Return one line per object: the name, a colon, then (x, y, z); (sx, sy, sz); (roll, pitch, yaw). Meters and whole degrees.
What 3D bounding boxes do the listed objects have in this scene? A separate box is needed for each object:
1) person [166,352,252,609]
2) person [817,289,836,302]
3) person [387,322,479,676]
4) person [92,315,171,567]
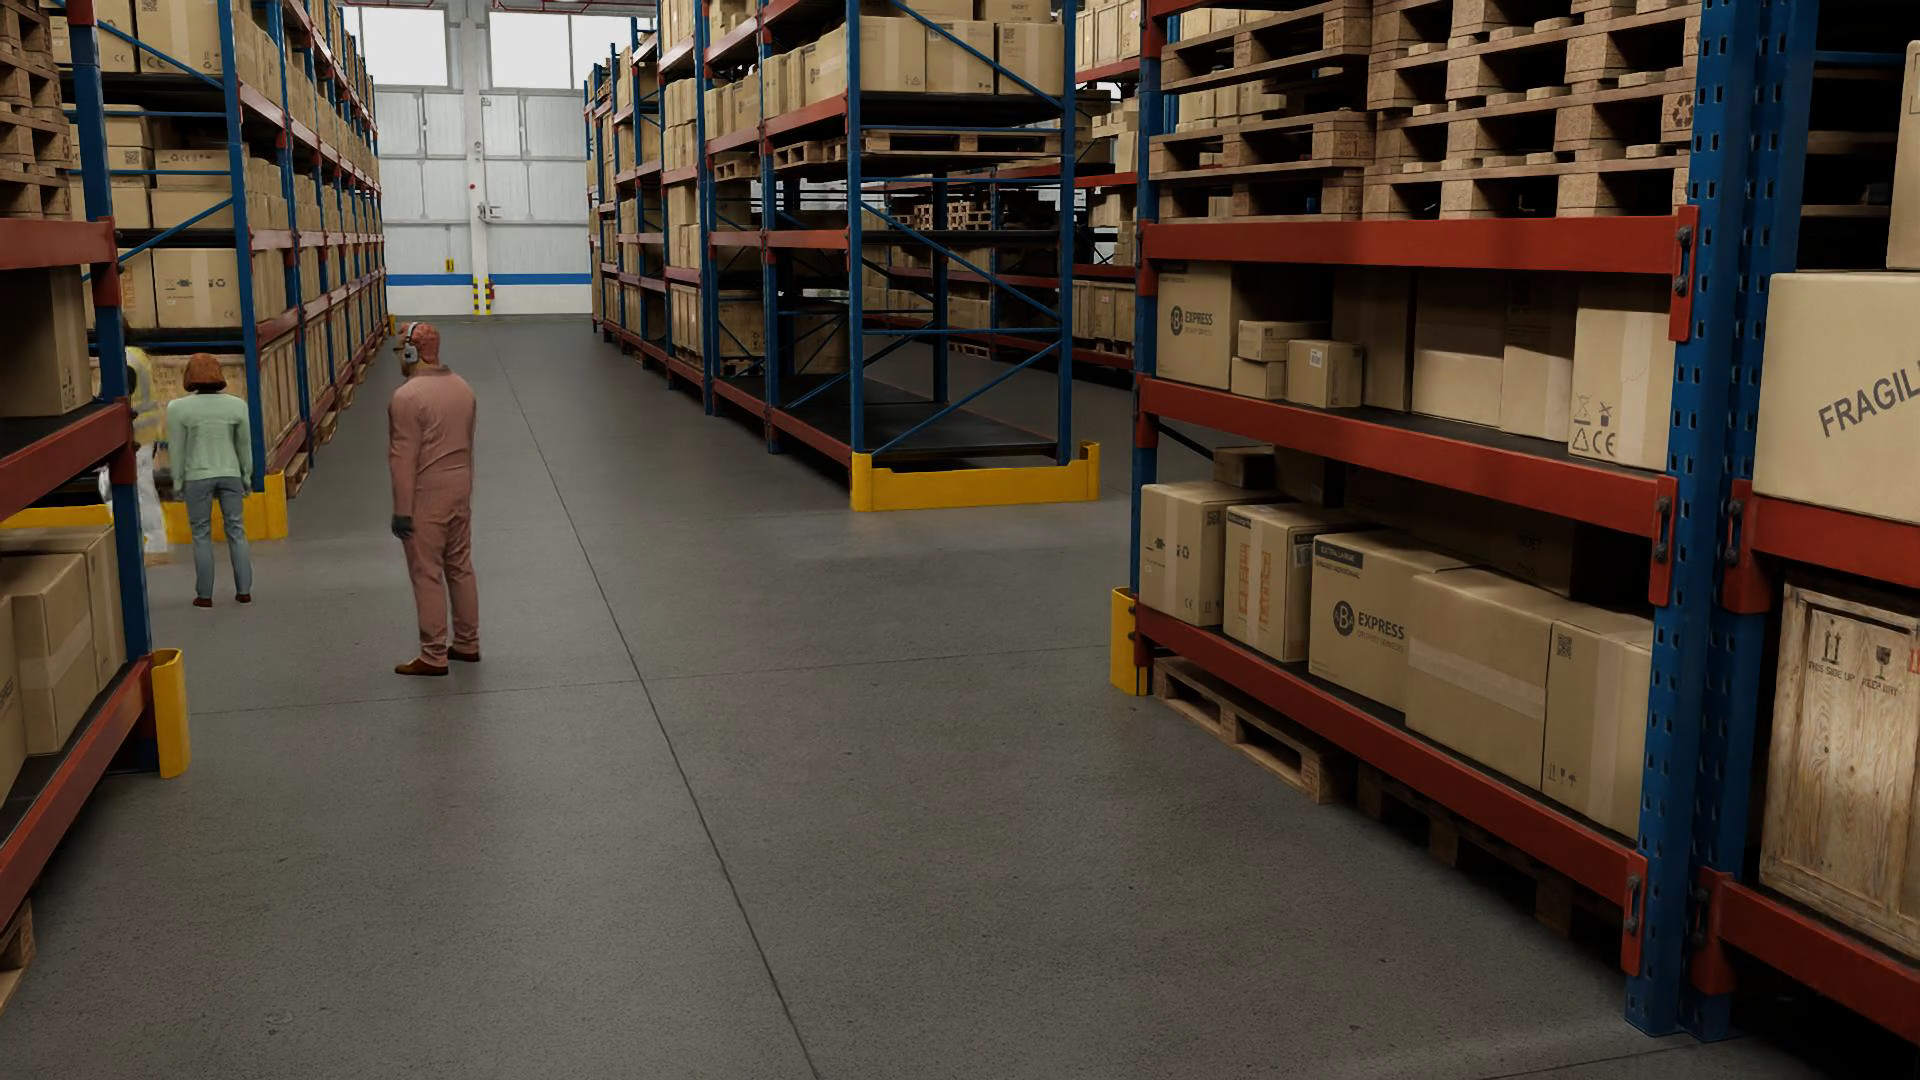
person: (-4.746, -0.374, 10.568); (0.494, 1.624, 0.279); (-9, 14, -41)
person: (-2.633, -4.586, 32.638); (0.390, 1.992, 0.624); (-4, 11, -20)
person: (-2.867, -0.223, 8.996); (0.398, 1.899, 0.647); (3, 11, 16)
person: (-5.972, -0.693, 11.803); (0.625, 1.817, 0.642); (-4, 11, -20)
